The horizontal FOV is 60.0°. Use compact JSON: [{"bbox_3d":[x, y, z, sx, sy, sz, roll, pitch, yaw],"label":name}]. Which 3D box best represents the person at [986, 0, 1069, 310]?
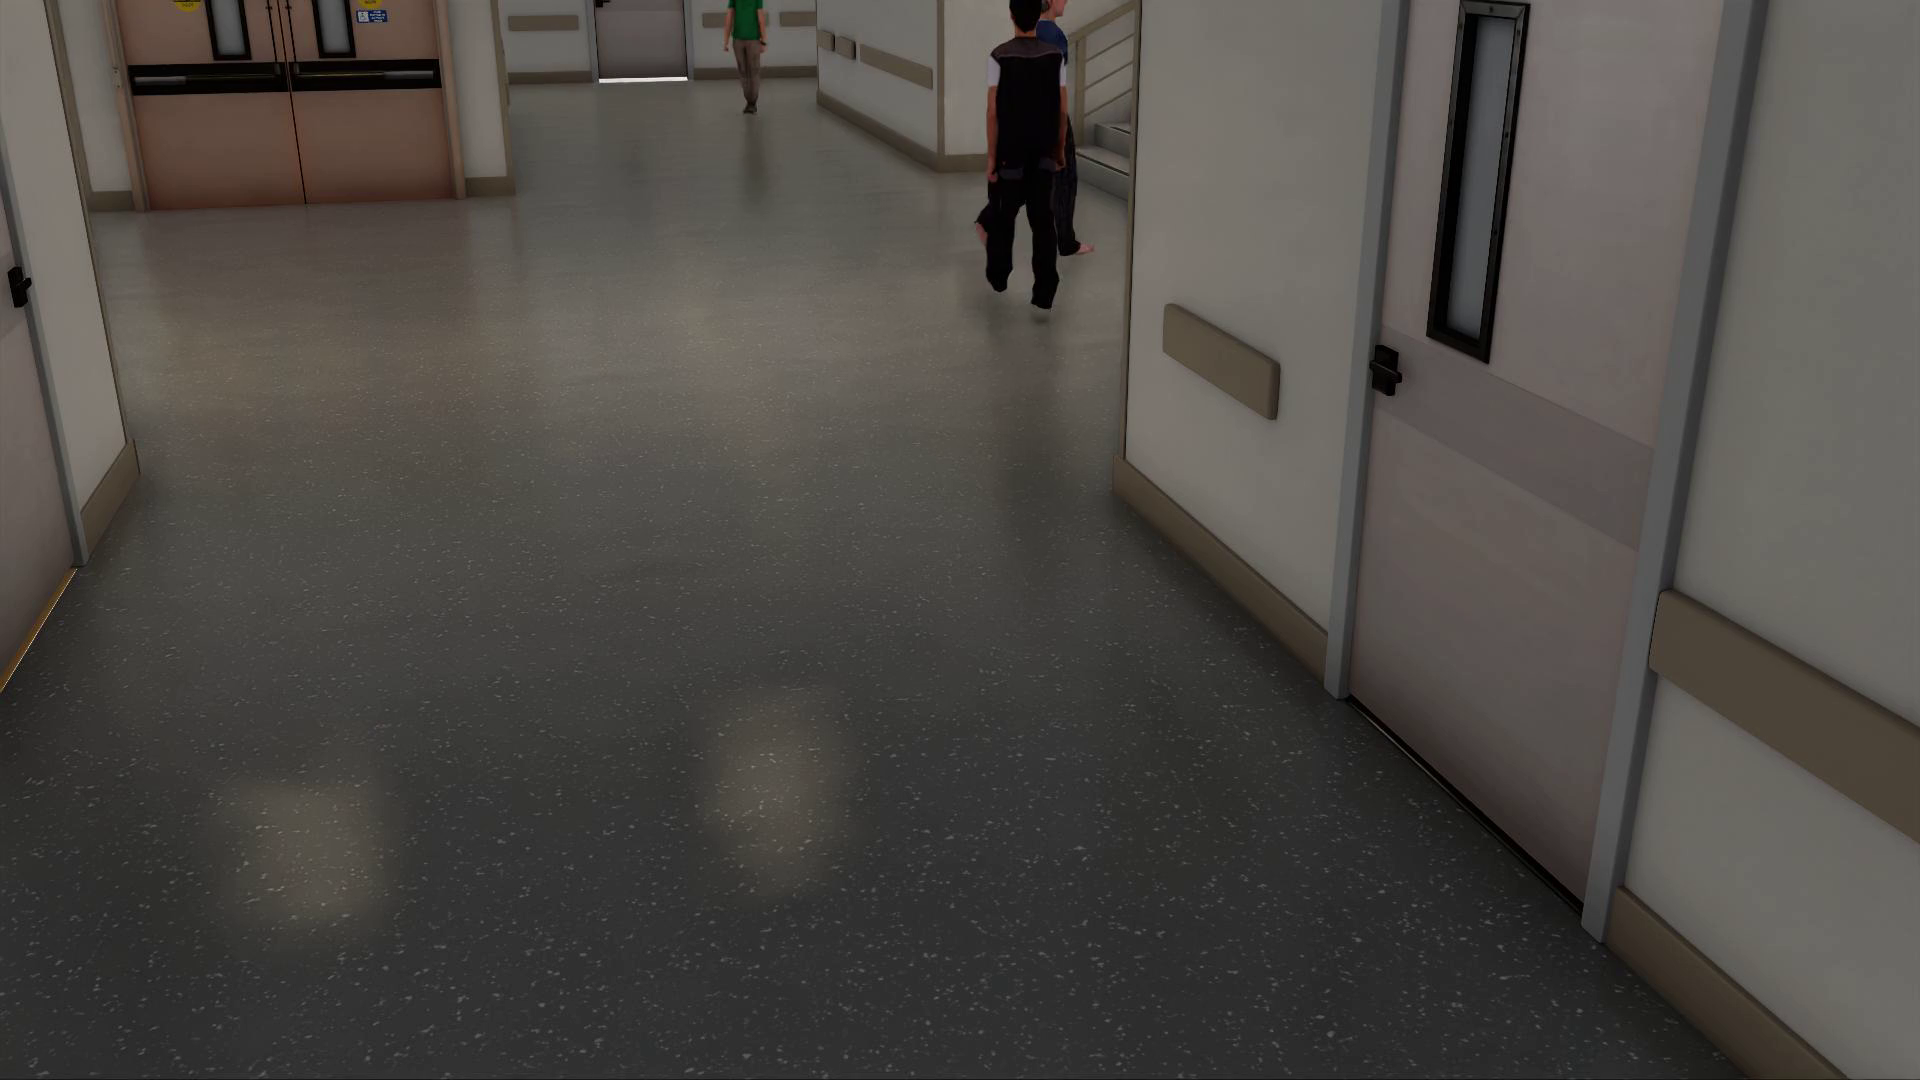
[{"bbox_3d":[0.408,-2.219,9.692,1.116,1.802,0.773,-4,21,-11],"label":"person"}]

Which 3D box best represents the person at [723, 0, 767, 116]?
[{"bbox_3d":[-2.471,-5.789,19.374,0.954,1.621,0.887,4,21,10],"label":"person"}]

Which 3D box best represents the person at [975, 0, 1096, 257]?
[{"bbox_3d":[0.489,-2.791,11.146,1.146,1.842,0.835,-11,23,-26],"label":"person"}]
